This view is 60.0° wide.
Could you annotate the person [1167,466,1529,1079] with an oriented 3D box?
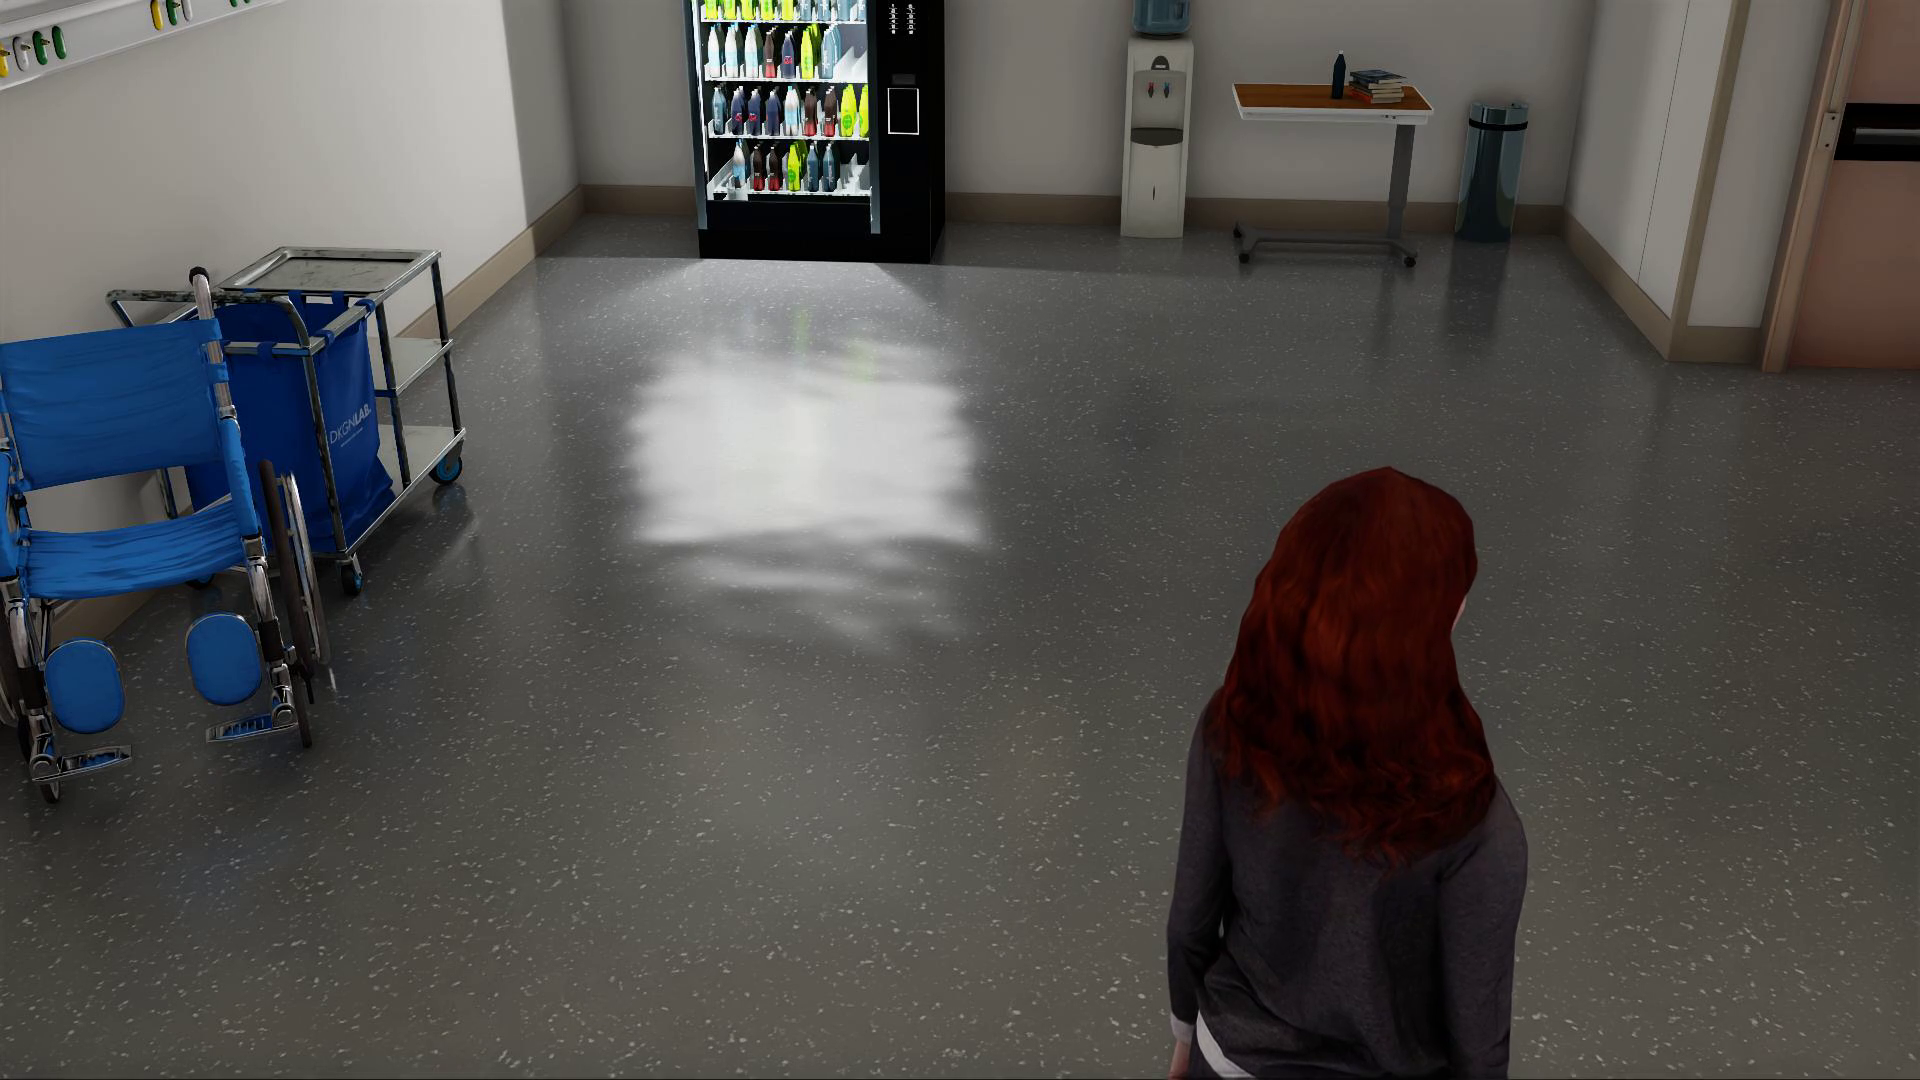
[{"bbox_3d":[0.445,0.731,2.095,0.620,1.779,0.717,21,33,37],"label":"person"}]
